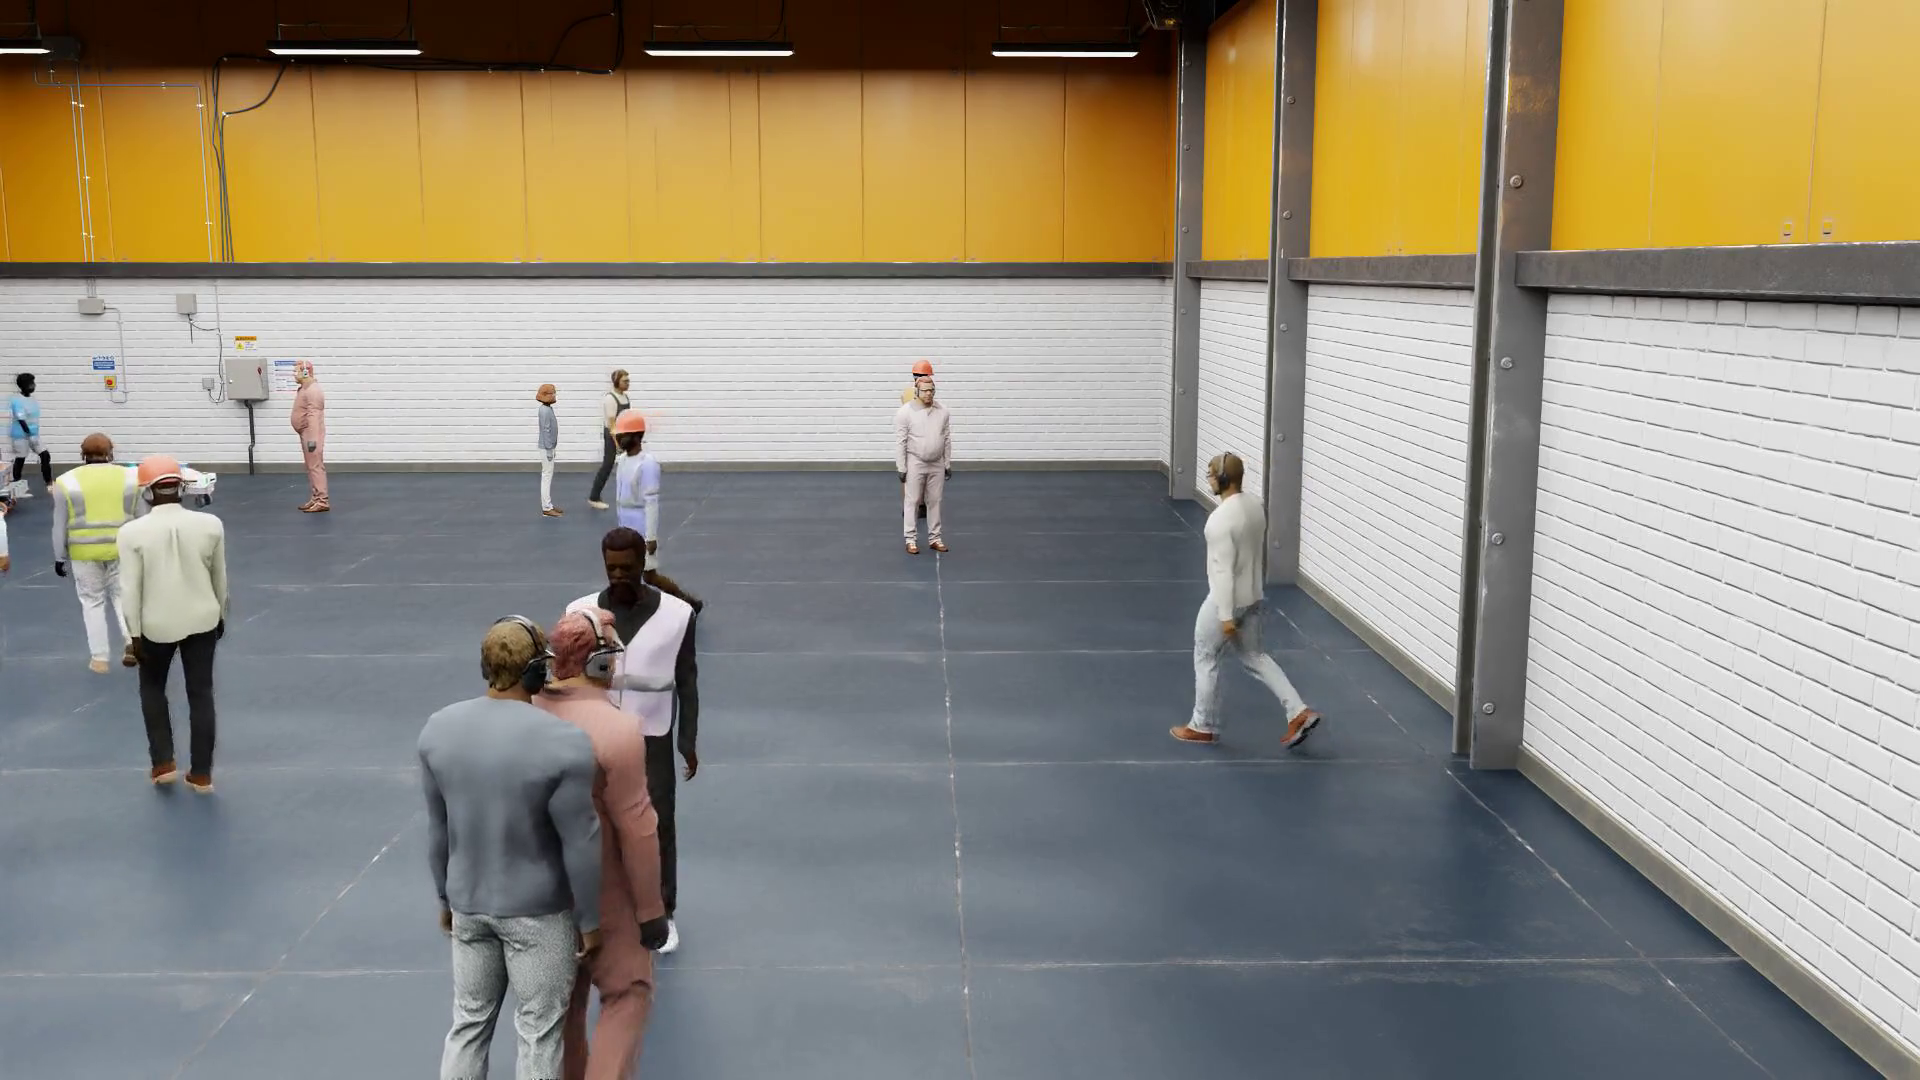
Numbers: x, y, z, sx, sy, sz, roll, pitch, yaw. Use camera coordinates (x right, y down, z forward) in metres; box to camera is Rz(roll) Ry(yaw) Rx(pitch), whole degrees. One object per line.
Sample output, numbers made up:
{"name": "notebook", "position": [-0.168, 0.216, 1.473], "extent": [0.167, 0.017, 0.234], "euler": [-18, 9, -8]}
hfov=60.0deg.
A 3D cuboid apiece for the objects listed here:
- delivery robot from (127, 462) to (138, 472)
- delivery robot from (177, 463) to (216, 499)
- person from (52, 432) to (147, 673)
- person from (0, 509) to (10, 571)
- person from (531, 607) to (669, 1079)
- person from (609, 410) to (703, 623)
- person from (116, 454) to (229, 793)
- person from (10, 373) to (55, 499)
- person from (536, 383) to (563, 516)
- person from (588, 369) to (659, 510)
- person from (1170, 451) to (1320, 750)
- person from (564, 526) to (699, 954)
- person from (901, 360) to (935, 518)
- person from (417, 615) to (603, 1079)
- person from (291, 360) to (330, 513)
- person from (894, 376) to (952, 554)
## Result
{"name": "delivery robot", "position": [-10.610, -0.759, 21.336], "extent": [0.707, 0.478, 0.477], "euler": [2, 9, 14]}
{"name": "delivery robot", "position": [-9.883, -0.737, 21.199], "extent": [0.707, 0.478, 0.477], "euler": [-1, 9, -5]}
{"name": "person", "position": [-6.415, 0.107, 12.454], "extent": [0.640, 1.825, 0.502], "euler": [-7, 12, -37]}
{"name": "person", "position": [-7.602, 0.076, 12.668], "extent": [0.598, 1.814, 0.753], "euler": [0, 9, 1]}
{"name": "person", "position": [-1.288, 1.182, 5.623], "extent": [0.758, 1.895, 0.514], "euler": [7, 12, 37]}
{"name": "person", "position": [-2.550, -0.116, 13.564], "extent": [0.837, 1.914, 0.548], "euler": [-7, 12, -39]}
{"name": "person", "position": [-4.570, 0.480, 9.696], "extent": [0.607, 1.965, 0.628], "euler": [-7, 12, -36]}
{"name": "person", "position": [-12.219, -1.367, 21.940], "extent": [0.741, 1.666, 0.536], "euler": [0, 9, 1]}
{"name": "person", "position": [-5.049, -1.109, 20.459], "extent": [0.280, 1.636, 0.500], "euler": [-2, 9, -11]}
{"name": "person", "position": [-4.285, -1.244, 20.824], "extent": [0.983, 1.793, 0.524], "euler": [4, 10, 22]}
{"name": "person", "position": [1.800, 0.396, 10.443], "extent": [0.893, 1.909, 0.637], "euler": [7, 12, 36]}
{"name": "person", "position": [-1.462, 0.881, 7.401], "extent": [0.596, 1.916, 0.372], "euler": [-1, 9, -4]}
{"name": "person", "position": [-0.476, -1.228, 20.305], "extent": [0.383, 1.930, 0.539], "euler": [-8, 12, -41]}
{"name": "person", "position": [-1.462, 1.200, 5.447], "extent": [0.645, 1.927, 0.392], "euler": [3, 10, 17]}
{"name": "person", "position": [-8.154, -1.297, 20.830], "extent": [0.402, 1.901, 0.647], "euler": [-5, 11, -28]}
{"name": "person", "position": [-0.376, -0.798, 17.756], "extent": [0.639, 1.902, 0.402], "euler": [-5, 11, -28]}
